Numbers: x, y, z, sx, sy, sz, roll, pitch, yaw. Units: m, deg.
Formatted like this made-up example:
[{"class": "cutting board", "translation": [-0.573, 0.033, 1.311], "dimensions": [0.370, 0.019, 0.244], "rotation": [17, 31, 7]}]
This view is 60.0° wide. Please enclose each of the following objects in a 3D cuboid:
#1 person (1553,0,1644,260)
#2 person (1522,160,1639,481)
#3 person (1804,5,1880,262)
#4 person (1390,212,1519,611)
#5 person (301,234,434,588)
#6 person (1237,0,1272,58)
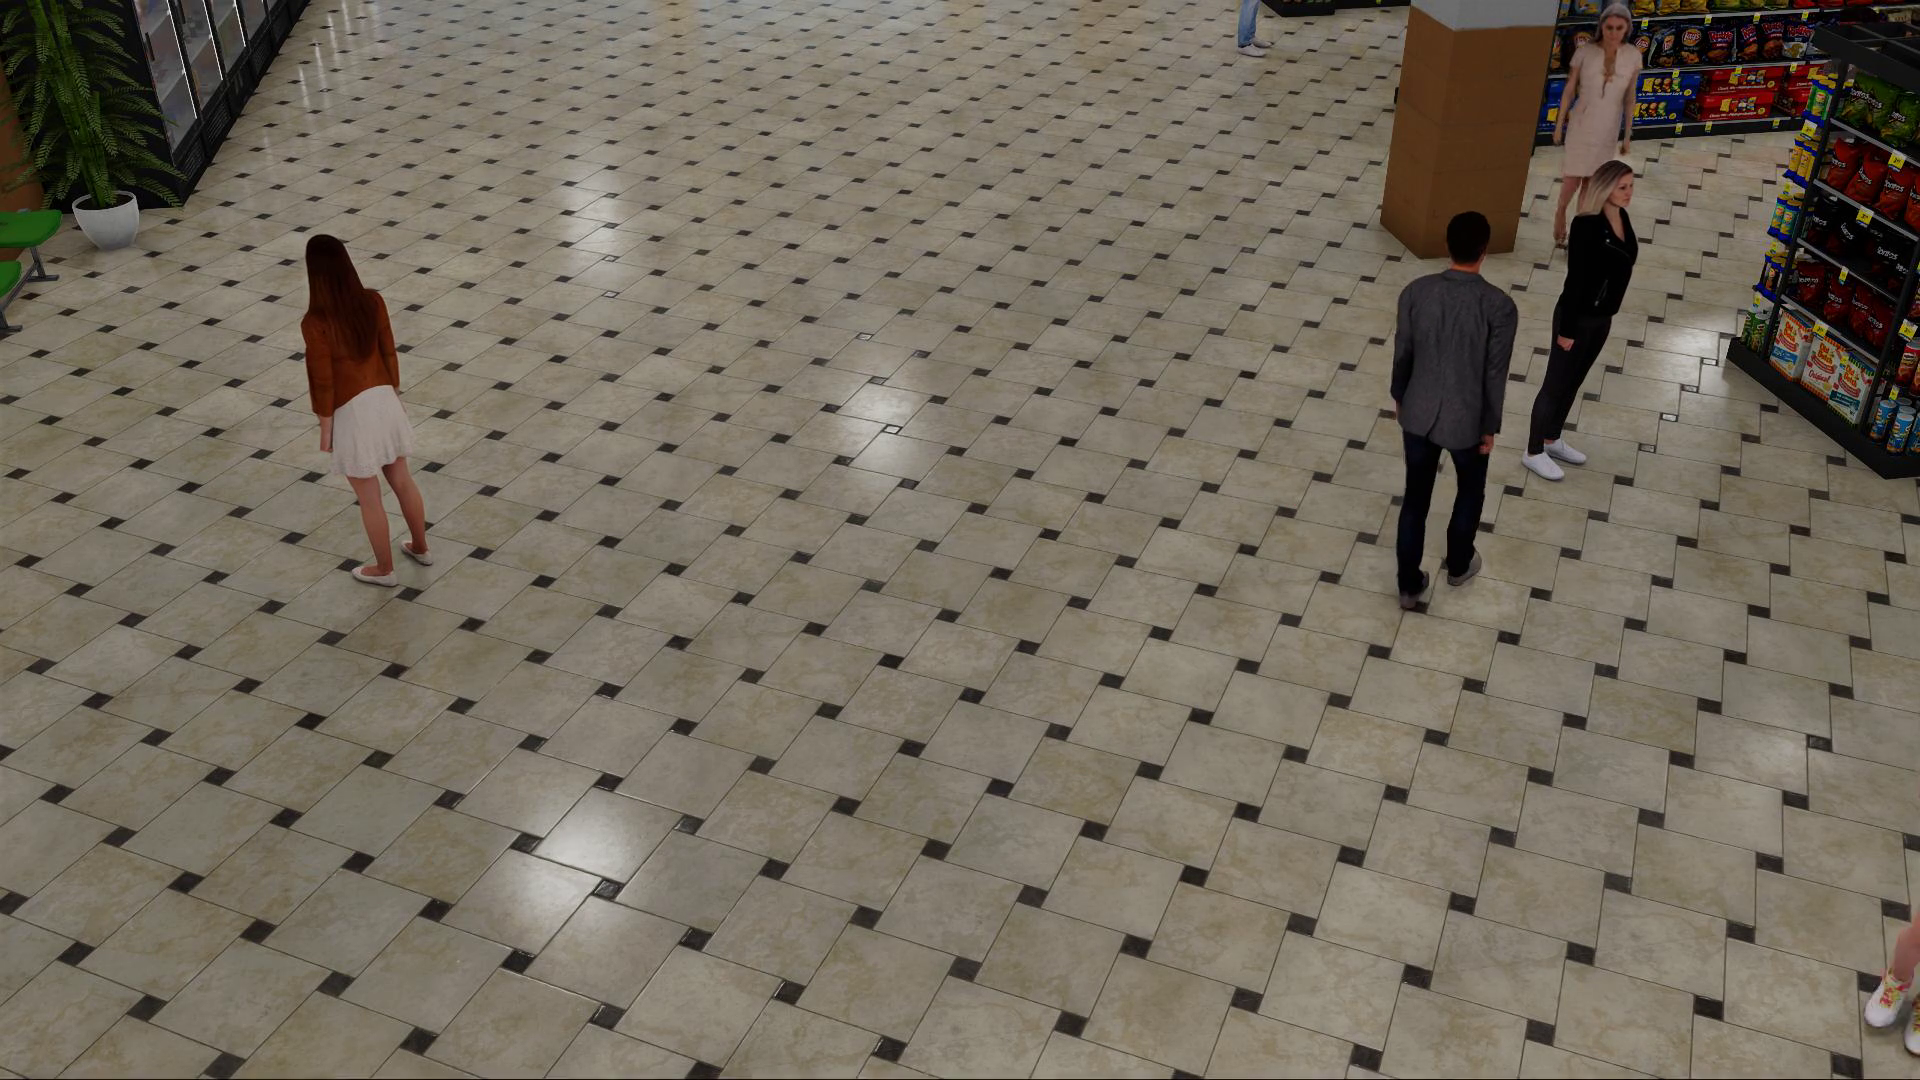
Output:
[{"class": "person", "translation": [4.205, -2.729, 11.098], "dimensions": [0.694, 1.722, 0.778], "rotation": [3, 32, 5]}, {"class": "person", "translation": [3.200, -1.138, 8.574], "dimensions": [0.654, 1.685, 0.757], "rotation": [-26, 41, -36]}, {"class": "person", "translation": [5.504, -2.336, 10.309], "dimensions": [0.687, 1.887, 0.729], "rotation": [-8, 33, -13]}, {"class": "person", "translation": [2.128, -0.500, 7.401], "dimensions": [0.924, 1.843, 0.982], "rotation": [19, 36, 27]}, {"class": "person", "translation": [-2.740, -0.583, 7.650], "dimensions": [0.768, 1.721, 0.714], "rotation": [19, 37, 28]}, {"class": "person", "translation": [2.776, -5.454, 15.356], "dimensions": [0.730, 1.851, 0.737], "rotation": [11, 34, 18]}]
